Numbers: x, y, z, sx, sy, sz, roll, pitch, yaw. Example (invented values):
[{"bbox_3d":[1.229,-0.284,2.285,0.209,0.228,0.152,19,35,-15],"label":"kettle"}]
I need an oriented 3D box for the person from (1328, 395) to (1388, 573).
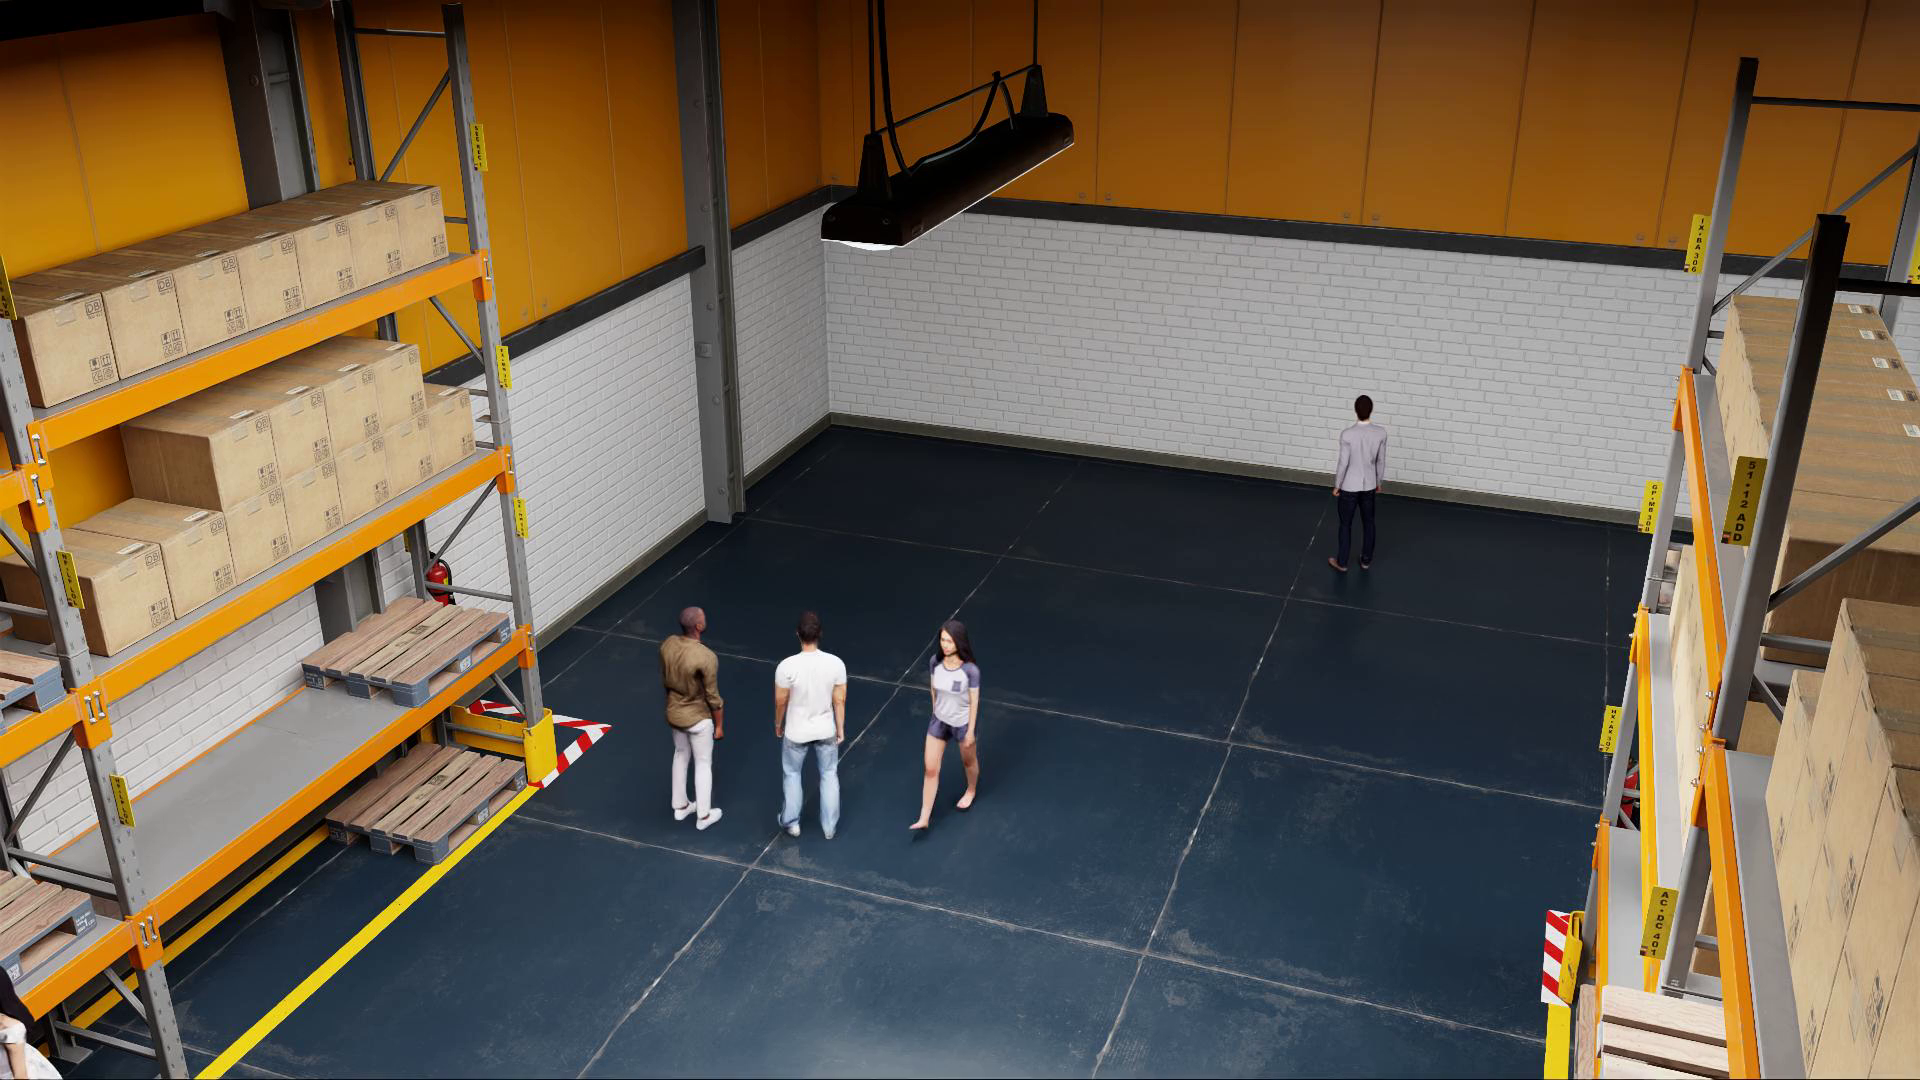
[{"bbox_3d":[4.057,-0.572,16.922,0.769,1.847,0.768,-4,24,-9],"label":"person"}]

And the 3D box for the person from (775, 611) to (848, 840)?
[{"bbox_3d":[-1.145,1.404,12.396,0.809,1.851,0.833,-9,25,-21],"label":"person"}]

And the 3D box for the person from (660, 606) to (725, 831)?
[{"bbox_3d":[-2.047,1.349,12.566,0.781,1.816,0.703,16,28,32],"label":"person"}]

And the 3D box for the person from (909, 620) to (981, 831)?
[{"bbox_3d":[0.009,1.363,12.719,0.708,1.669,1.092,12,26,26],"label":"person"}]
